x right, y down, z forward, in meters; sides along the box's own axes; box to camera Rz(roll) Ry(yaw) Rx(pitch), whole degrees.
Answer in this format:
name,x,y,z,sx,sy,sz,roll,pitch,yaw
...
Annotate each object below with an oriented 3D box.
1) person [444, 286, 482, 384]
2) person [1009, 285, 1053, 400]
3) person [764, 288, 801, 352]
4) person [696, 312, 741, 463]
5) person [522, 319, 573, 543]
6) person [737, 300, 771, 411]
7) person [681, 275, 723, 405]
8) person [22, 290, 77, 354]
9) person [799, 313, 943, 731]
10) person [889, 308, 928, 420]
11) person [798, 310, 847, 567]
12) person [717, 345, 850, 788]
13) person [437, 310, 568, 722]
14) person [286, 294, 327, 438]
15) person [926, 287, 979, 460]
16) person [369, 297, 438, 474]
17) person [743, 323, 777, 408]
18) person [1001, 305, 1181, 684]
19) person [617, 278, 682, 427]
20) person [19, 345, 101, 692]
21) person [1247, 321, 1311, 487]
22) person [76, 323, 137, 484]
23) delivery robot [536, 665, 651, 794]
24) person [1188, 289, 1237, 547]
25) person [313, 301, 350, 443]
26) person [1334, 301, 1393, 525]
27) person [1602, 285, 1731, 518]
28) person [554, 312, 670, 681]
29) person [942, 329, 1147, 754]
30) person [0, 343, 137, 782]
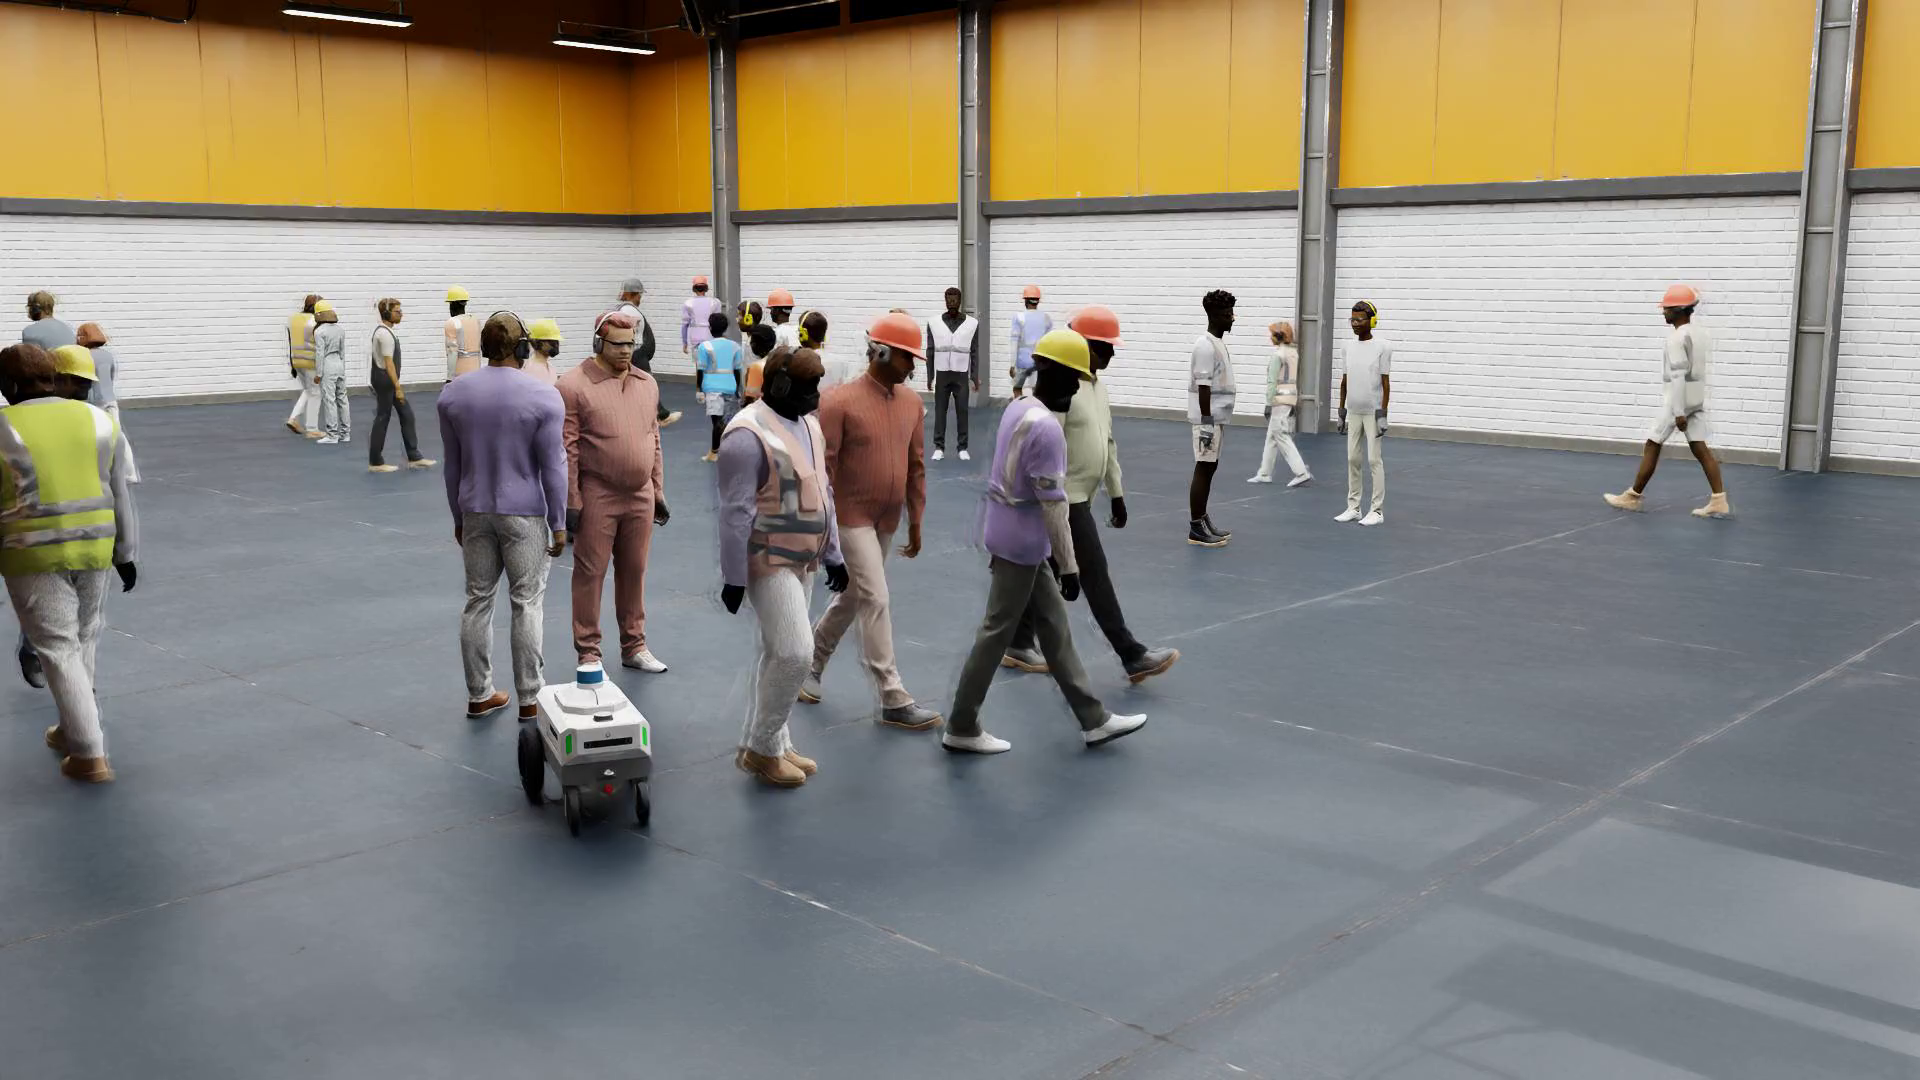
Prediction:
name,x,y,z,sx,sy,sz,roll,pitch,yaw
person,-5.592,-1.879,18.675,0.369,1.925,0.594,3,10,18
person,0.868,-2.246,20.942,0.586,1.917,0.623,-2,10,-14
person,-1.658,-1.381,15.598,0.375,1.935,0.551,5,10,26
person,-2.567,-1.618,17.891,0.533,1.660,0.831,-9,13,-43
person,-3.096,-0.791,12.597,0.772,1.740,0.538,2,9,12
person,-1.735,-1.196,14.745,0.674,1.848,0.526,1,9,4
person,-4.023,-3.121,25.982,0.653,2.025,0.443,-2,9,-9
person,-8.387,-1.323,15.277,0.521,1.921,0.661,2,9,10
person,-0.481,-0.111,7.888,1.019,1.928,0.675,8,12,41
person,-0.753,-2.287,22.146,0.777,1.609,0.503,-5,10,-27
person,-1.089,-0.727,11.940,0.981,1.817,0.536,7,12,38
person,-0.717,0.110,6.833,0.487,1.814,0.641,3,10,19
person,-2.129,-0.104,7.813,0.623,1.932,0.382,2,9,10
person,-8.140,-2.170,20.857,0.641,1.814,0.447,6,11,33
person,-0.080,-1.839,18.489,0.594,1.915,0.394,0,9,-1
person,-5.791,-1.591,17.234,0.809,1.814,0.549,-2,10,-13
person,-1.700,-0.988,14.022,0.857,1.647,0.538,2,10,15
person,0.663,-0.231,8.553,1.058,1.926,0.628,4,10,25
person,-4.281,-2.504,22.167,1.031,2.000,0.703,-3,10,-20
person,-4.453,-0.094,8.269,0.378,1.742,0.557,5,11,28
person,3.152,-1.315,16.249,0.716,1.624,0.531,6,11,30
person,-8.519,-1.335,16.367,0.864,1.580,0.524,2,9,11
delivery robot,-1.450,0.737,6.548,0.477,0.478,0.707,-4,10,-22
person,1.942,-0.943,12.818,0.362,1.963,0.613,3,10,17
person,-7.702,-2.046,20.295,0.308,1.736,0.484,3,10,19
person,3.352,-1.049,13.818,0.328,1.861,0.497,-8,12,-42
person,6.143,-1.178,14.233,0.614,1.990,1.066,-8,12,-41
person,-1.774,-0.220,8.591,0.406,1.903,0.637,9,13,43
person,0.358,0.028,7.196,0.960,1.854,0.601,-1,9,-4
person,-3.862,0.088,6.968,0.816,1.809,0.641,6,11,33
